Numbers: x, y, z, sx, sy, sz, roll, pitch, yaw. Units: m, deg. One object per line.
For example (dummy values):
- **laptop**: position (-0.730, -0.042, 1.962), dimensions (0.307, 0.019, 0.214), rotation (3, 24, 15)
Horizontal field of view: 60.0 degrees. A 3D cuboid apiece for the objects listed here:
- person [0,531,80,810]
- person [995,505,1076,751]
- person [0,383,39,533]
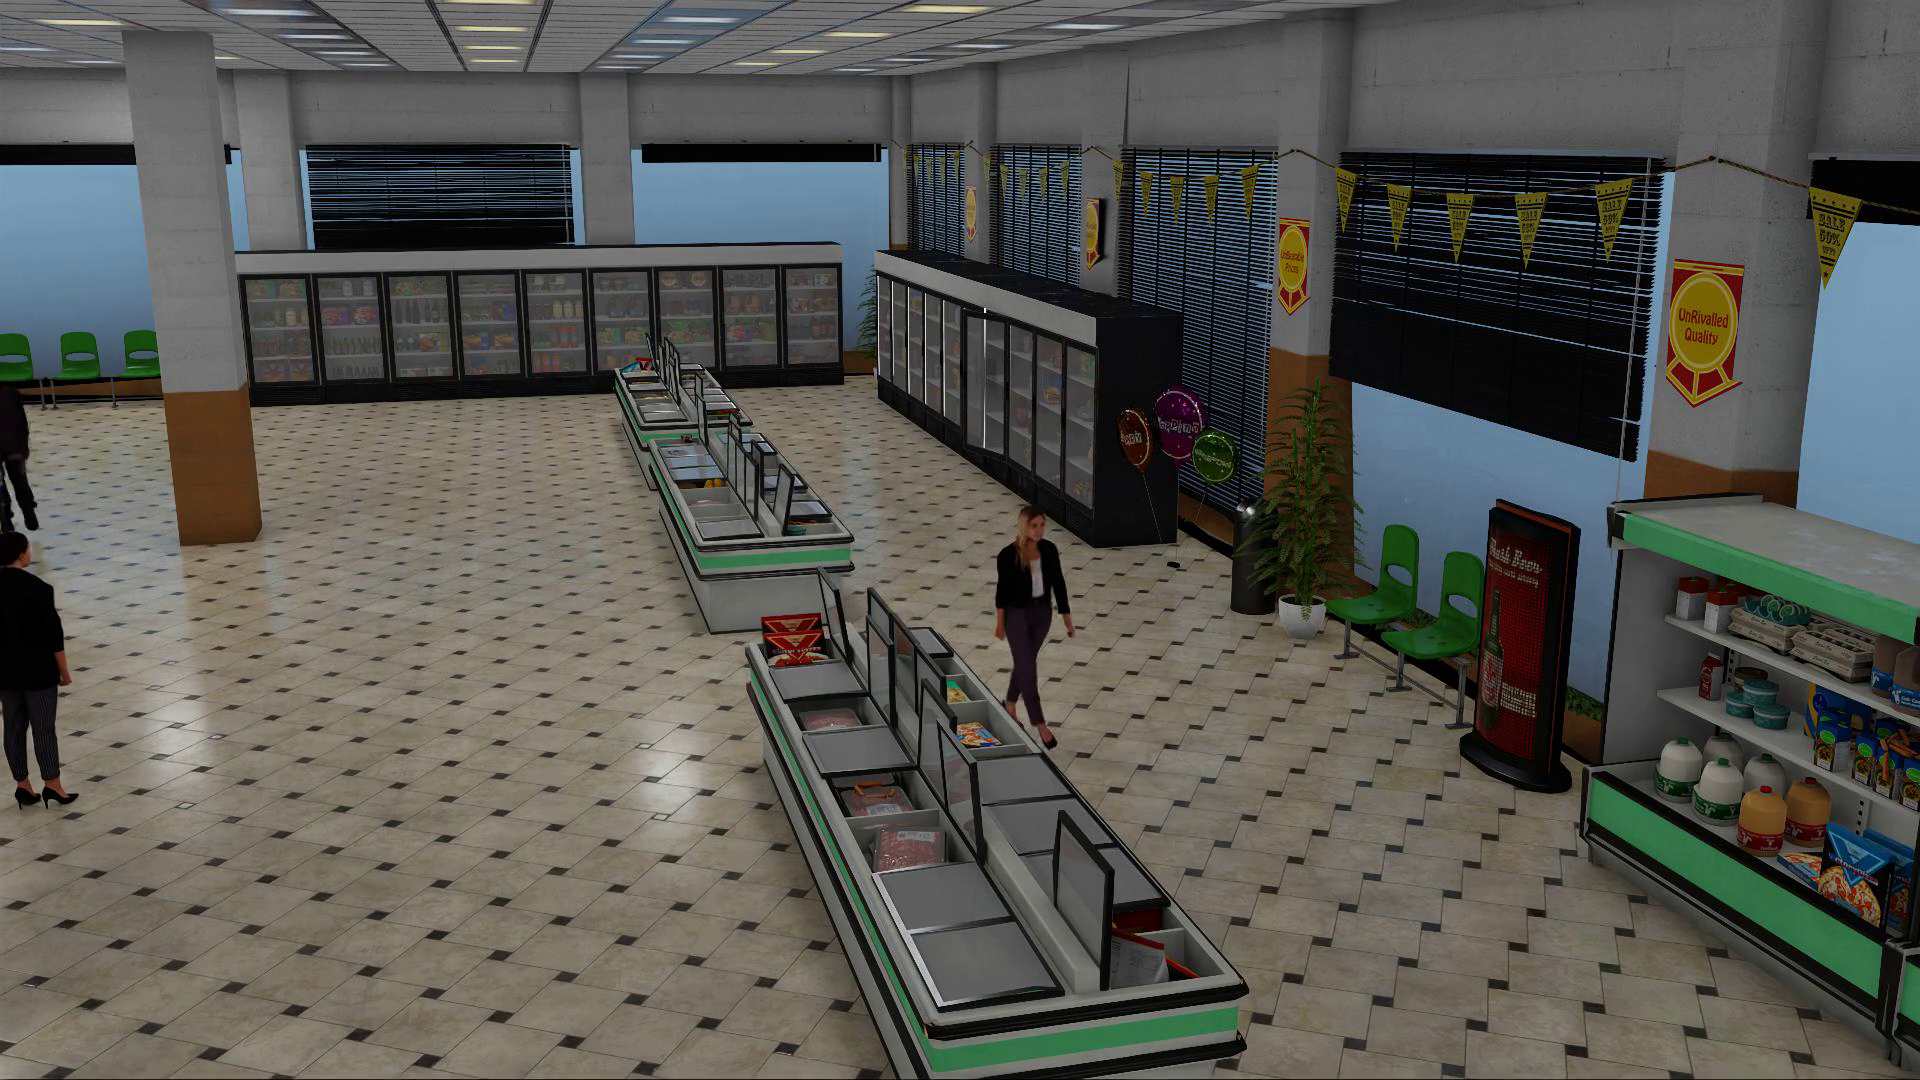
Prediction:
- **person**: position (-5.666, 0.792, 10.078), dimensions (0.723, 1.719, 0.704), rotation (2, 14, 8)
- **person**: position (0.404, 0.567, 11.206), dimensions (0.783, 1.624, 1.084), rotation (-9, 16, -32)
- **person**: position (-9.768, -0.935, 17.017), dimensions (0.969, 1.804, 1.123), rotation (-12, 18, -42)
